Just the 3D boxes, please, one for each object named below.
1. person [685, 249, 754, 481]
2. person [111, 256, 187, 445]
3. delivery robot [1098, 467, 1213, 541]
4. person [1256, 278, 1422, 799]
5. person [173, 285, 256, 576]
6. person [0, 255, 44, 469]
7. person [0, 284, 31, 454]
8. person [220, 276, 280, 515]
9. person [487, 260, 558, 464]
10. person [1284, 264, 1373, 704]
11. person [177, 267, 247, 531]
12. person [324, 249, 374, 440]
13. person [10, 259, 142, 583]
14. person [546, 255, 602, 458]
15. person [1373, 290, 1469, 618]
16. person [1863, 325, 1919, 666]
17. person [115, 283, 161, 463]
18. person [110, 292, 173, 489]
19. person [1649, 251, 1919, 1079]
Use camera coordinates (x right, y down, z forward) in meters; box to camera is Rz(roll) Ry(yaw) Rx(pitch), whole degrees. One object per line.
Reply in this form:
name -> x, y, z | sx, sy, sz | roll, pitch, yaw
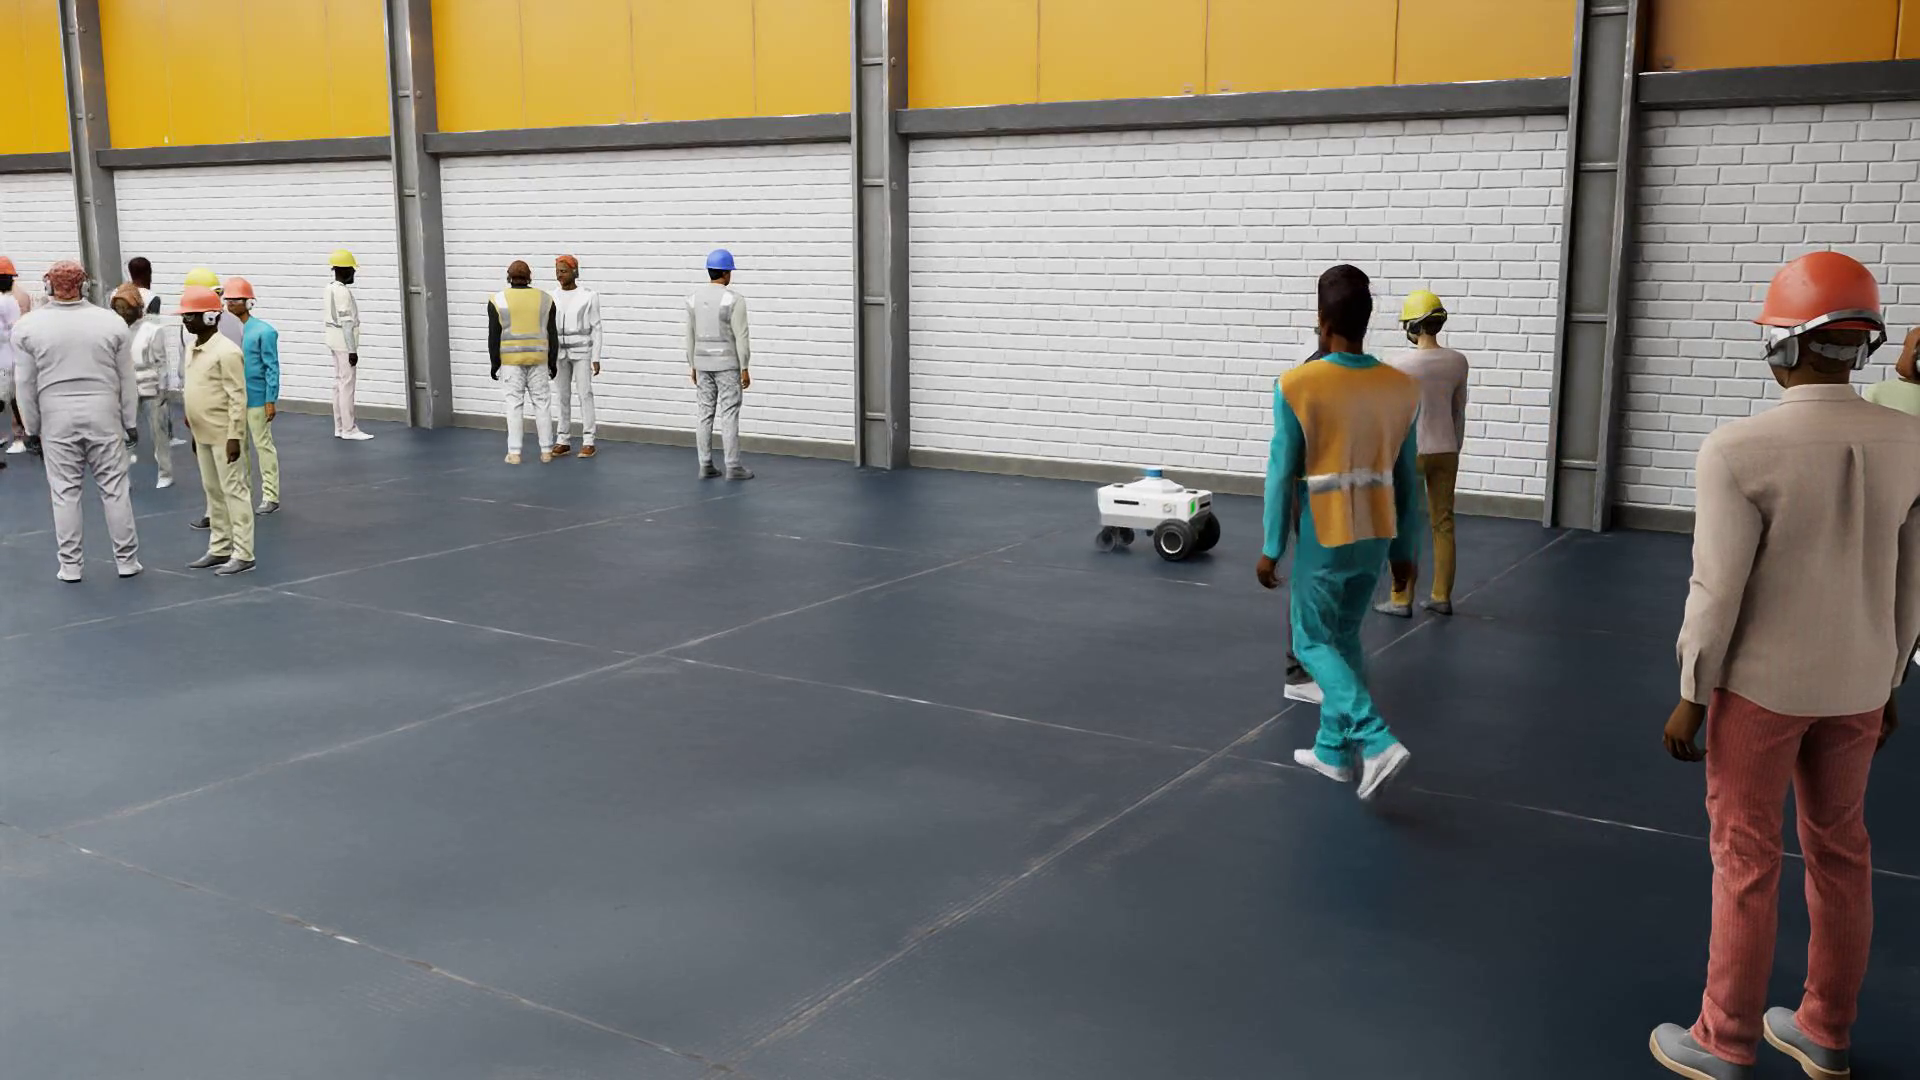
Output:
person -> -2.026, -1.473, 14.047 | 0.609, 1.946, 0.405 | 5, 12, 28
person -> -7.979, -1.790, 16.047 | 0.614, 1.881, 0.945 | 3, 11, 19
delivery robot -> 1.254, -0.225, 10.737 | 0.707, 0.478, 0.477 | 6, 12, 30
person -> 1.418, 0.010, 6.001 | 0.609, 1.892, 0.694 | -4, 11, -23
person -> -4.534, -0.663, 10.094 | 0.564, 1.752, 0.340 | 9, 13, 40
person -> -8.470, -1.584, 14.841 | 0.567, 1.879, 1.003 | 7, 12, 33
person -> -9.062, -1.724, 15.648 | 0.640, 1.877, 0.566 | 1, 10, 5
person -> -5.298, -1.065, 12.313 | 0.563, 1.755, 0.322 | 3, 11, 16
person -> -3.967, -1.612, 15.116 | 0.627, 1.843, 0.429 | -5, 11, -25
person -> 1.598, -0.246, 7.336 | 0.371, 1.916, 0.597 | 3, 11, 17
person -> -5.241, -0.982, 11.644 | 0.404, 1.831, 0.600 | 1, 10, 8
person -> -6.239, -1.978, 16.903 | 0.370, 1.927, 0.588 | -7, 12, -33
person -> -5.225, -0.700, 9.880 | 0.642, 1.909, 0.399 | -6, 12, -28
person -> -3.620, -1.703, 15.499 | 0.584, 1.882, 0.339 | 2, 11, 13
person -> 2.474, -0.455, 8.946 | 0.524, 1.761, 0.339 | -4, 11, -21
person -> 4.515, -0.206, 7.902 | 0.499, 1.633, 0.286 | 3, 11, 17
person -> -7.514, -1.517, 15.164 | 0.499, 1.633, 0.284 | -8, 13, -37
person -> -6.590, -1.163, 13.299 | 0.533, 1.601, 0.830 | -1, 10, -4
person -> 1.953, 0.333, 3.912 | 0.613, 1.994, 0.382 | -2, 10, -12
